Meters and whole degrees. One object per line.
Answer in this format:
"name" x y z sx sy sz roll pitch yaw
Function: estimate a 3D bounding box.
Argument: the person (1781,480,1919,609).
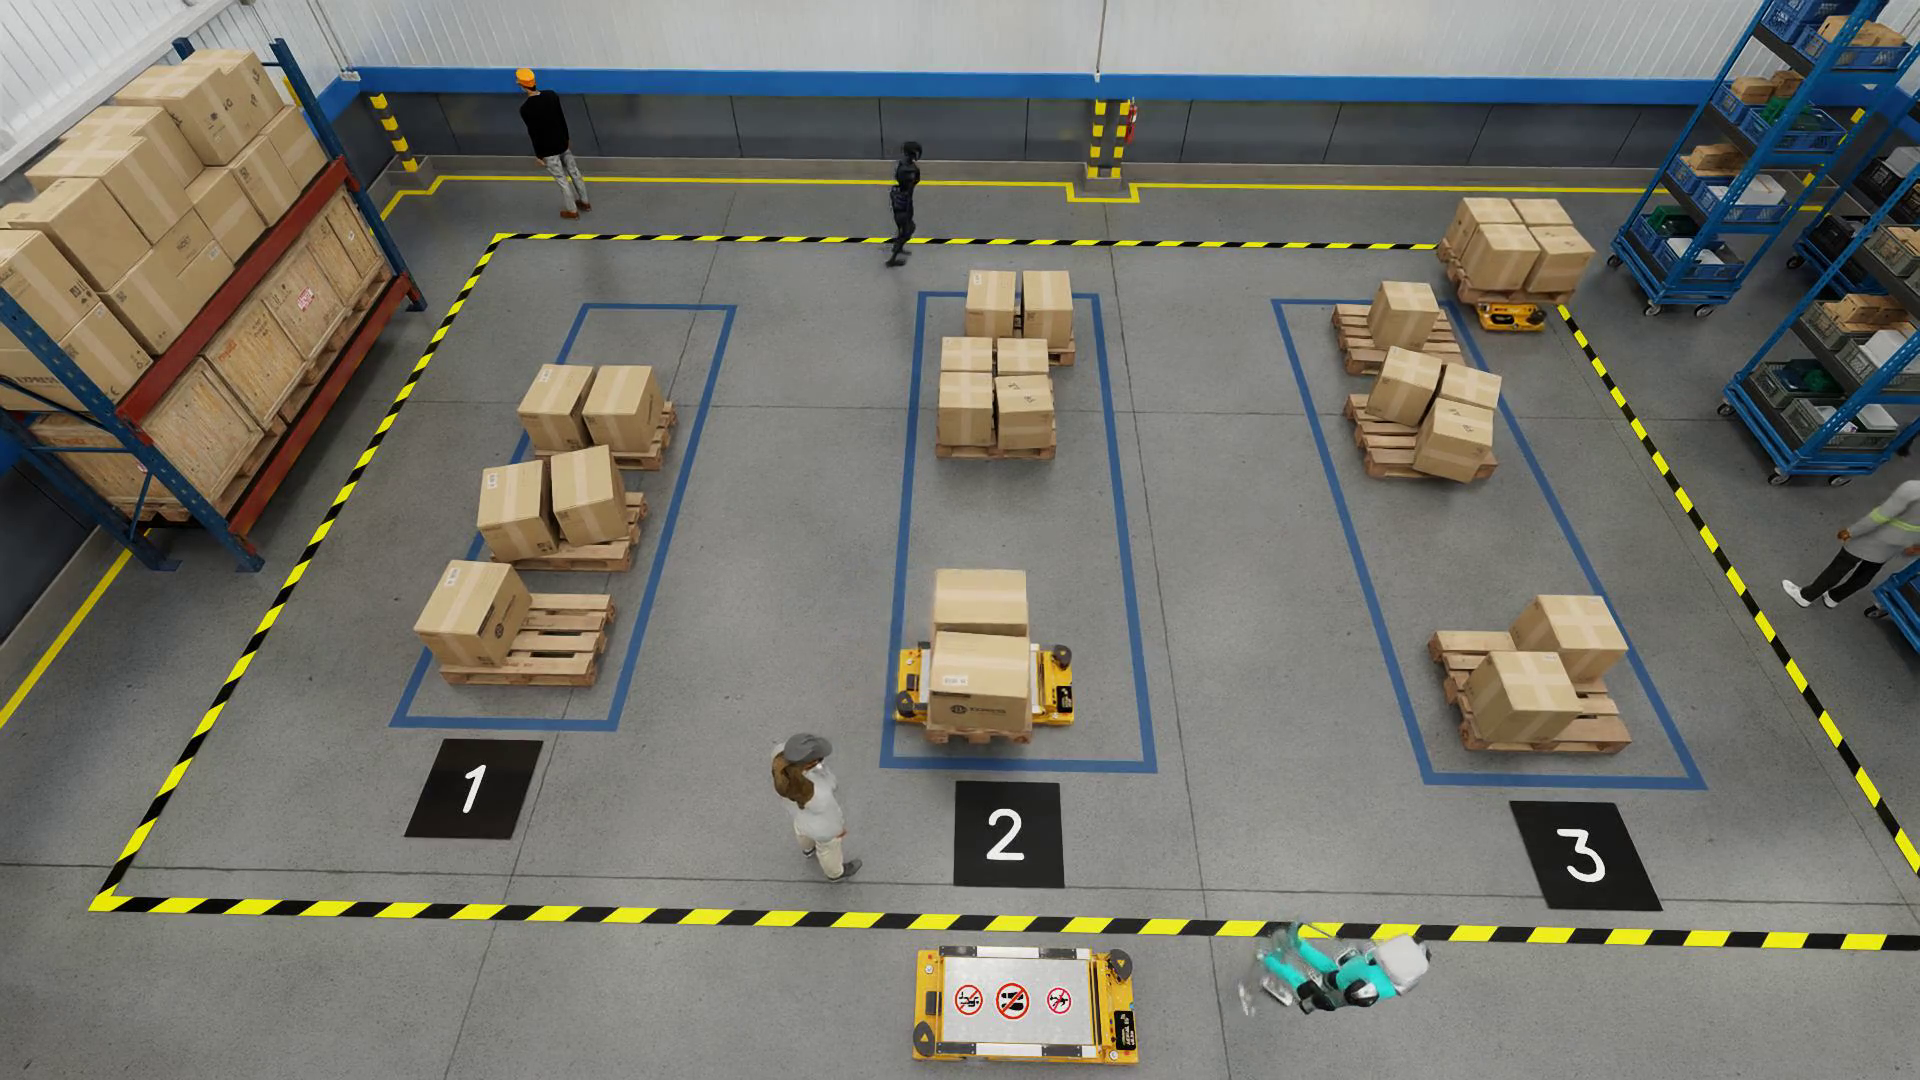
"person" 7.612 -0.081 7.534 0.588 1.847 0.396 5 51 4

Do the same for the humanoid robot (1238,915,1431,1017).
"humanoid robot" 2.127 2.514 5.498 0.547 1.782 0.793 -25 55 -19

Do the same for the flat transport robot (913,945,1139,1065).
"flat transport robot" 0.422 3.041 6.007 1.431 0.231 0.659 1 51 1

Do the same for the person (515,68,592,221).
"person" -5.095 -4.921 11.460 0.387 1.878 0.585 23 54 17

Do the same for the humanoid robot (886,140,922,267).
"humanoid robot" -0.684 -3.936 10.794 0.491 1.627 0.619 -9 51 -7

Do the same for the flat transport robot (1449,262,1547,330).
"flat transport robot" 6.393 -3.029 10.937 0.652 0.197 1.431 1 51 1

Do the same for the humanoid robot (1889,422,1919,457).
"humanoid robot" 9.758 -1.526 8.830 0.593 1.635 0.582 22 54 17

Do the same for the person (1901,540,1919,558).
"person" 8.960 -0.633 7.942 0.929 1.899 0.653 -21 54 -17

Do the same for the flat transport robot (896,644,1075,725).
"flat transport robot" 0.208 1.168 7.516 1.431 0.197 0.652 1 51 1

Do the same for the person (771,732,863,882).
"person" -0.965 1.772 6.076 0.406 1.761 0.566 -36 59 -26
